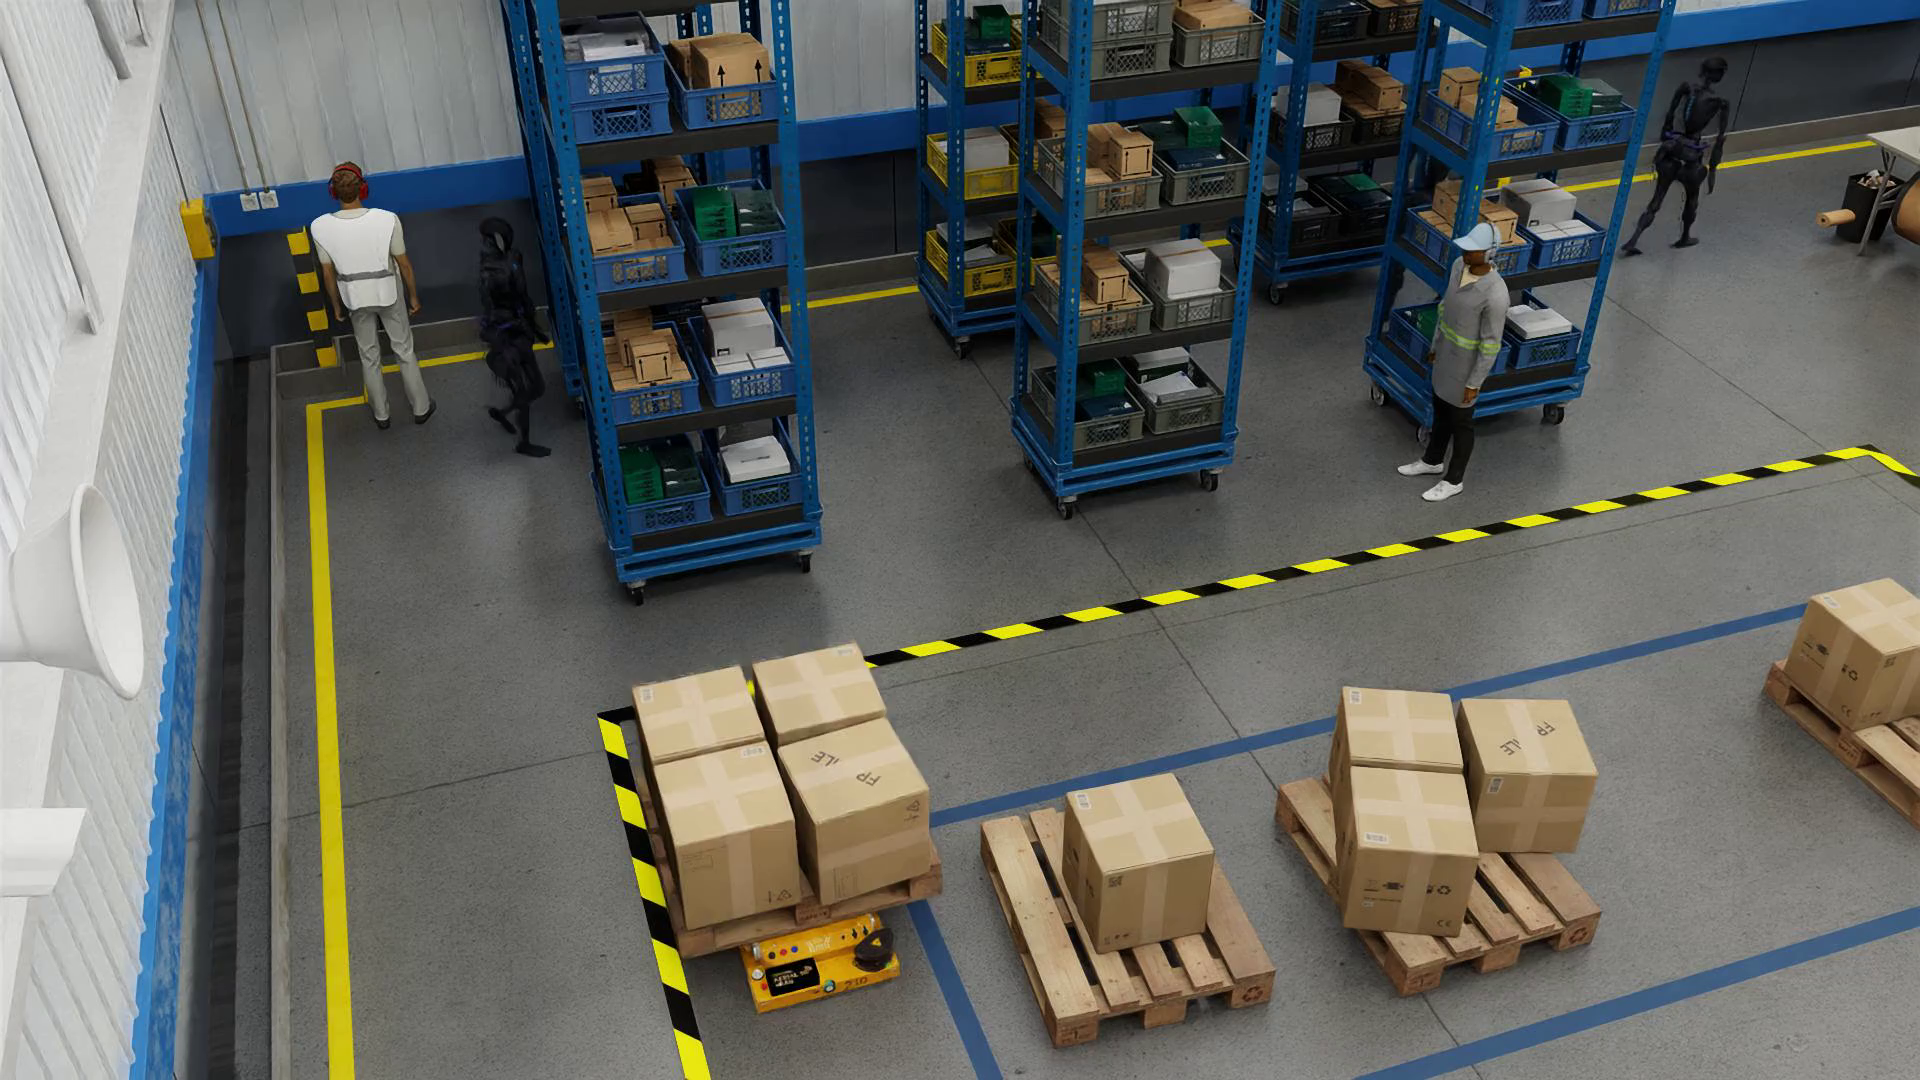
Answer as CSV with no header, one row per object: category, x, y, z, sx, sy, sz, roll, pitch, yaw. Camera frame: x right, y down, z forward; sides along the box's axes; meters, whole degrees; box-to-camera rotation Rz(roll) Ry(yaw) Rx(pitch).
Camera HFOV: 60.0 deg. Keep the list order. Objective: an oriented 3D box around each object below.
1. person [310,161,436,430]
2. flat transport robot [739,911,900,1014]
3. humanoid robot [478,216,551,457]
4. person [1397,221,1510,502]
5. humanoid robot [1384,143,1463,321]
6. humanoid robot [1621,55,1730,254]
person,-3.846,-1.568,10.912,0.562,1.843,0.390,-7,36,-10
flat transport robot,-0.803,1.546,7.839,0.652,0.197,1.431,-11,37,-15
humanoid robot,-2.925,-1.303,10.675,0.437,1.643,0.593,7,36,10
person,3.064,-1.103,10.245,0.365,1.852,0.589,-9,36,-12
humanoid robot,3.477,-2.451,12.339,0.751,1.629,0.601,-28,44,-34
humanoid robot,5.730,-3.033,13.190,0.778,1.646,0.609,-19,39,-25
